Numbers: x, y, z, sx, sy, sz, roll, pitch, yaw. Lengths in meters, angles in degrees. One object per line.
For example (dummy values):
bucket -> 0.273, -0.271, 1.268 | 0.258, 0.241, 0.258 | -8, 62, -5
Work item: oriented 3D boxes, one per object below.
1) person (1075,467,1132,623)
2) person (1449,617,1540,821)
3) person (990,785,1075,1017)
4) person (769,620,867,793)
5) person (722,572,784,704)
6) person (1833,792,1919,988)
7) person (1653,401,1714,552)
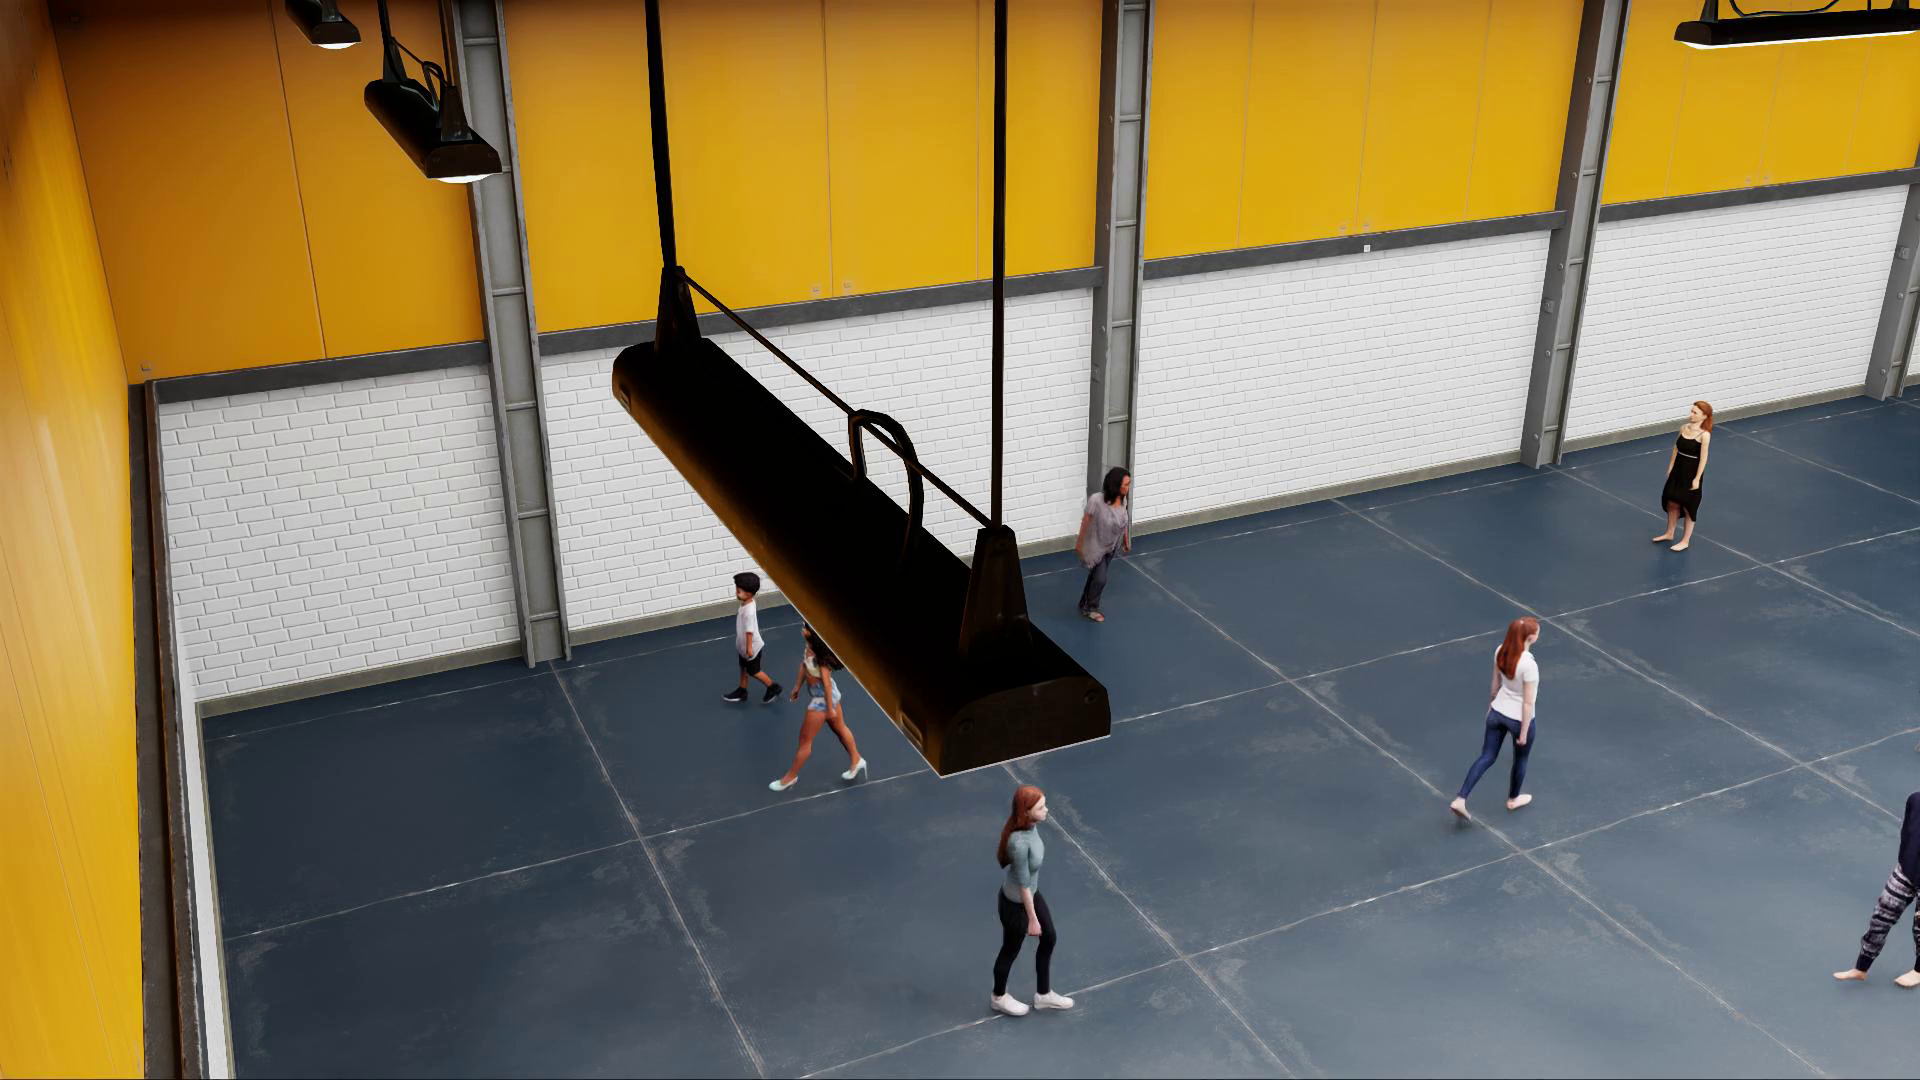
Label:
person -> 1.291, 0.019, 15.994 | 0.774, 1.566, 0.836 | -16, 28, -32
person -> 4.115, 1.395, 12.669 | 1.119, 1.710, 0.680 | -15, 28, -30
person -> 0.307, 2.302, 10.574 | 0.907, 1.725, 0.831 | 5, 24, 12
person -> -1.012, 1.269, 13.121 | 1.070, 1.578, 0.694 | -6, 24, -13
person -> -1.788, 0.860, 14.466 | 0.813, 1.250, 0.630 | -3, 24, -6
person -> 6.351, 2.196, 10.838 | 0.905, 1.707, 0.670 | -9, 25, -19
person -> 7.682, -0.694, 17.552 | 0.572, 1.625, 0.576 | -9, 25, -20
